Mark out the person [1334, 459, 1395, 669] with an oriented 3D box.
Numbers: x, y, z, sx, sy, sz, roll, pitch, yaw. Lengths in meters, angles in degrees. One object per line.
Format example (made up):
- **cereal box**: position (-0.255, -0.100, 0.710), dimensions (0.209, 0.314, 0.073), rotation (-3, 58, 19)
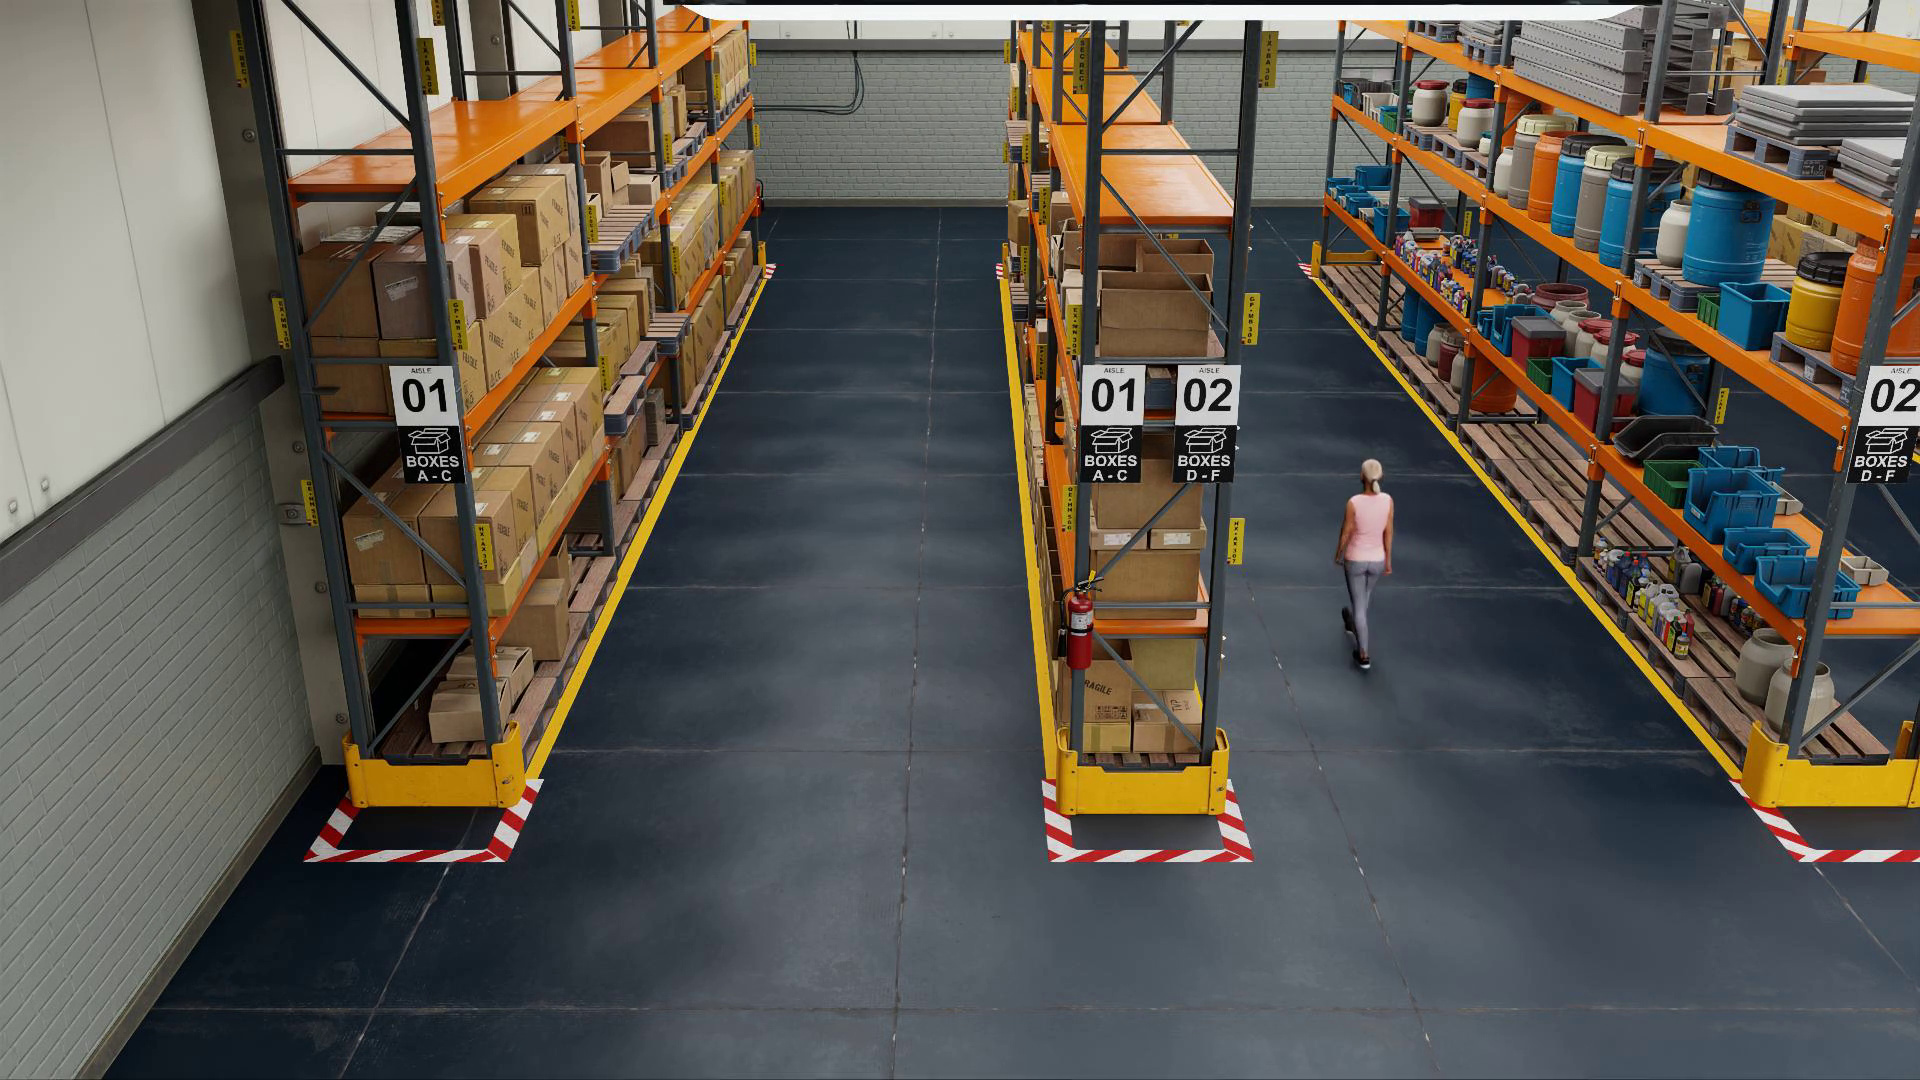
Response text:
- **person**: position (3.289, 0.222, 13.420), dimensions (0.649, 1.689, 1.084), rotation (-2, 22, -6)
